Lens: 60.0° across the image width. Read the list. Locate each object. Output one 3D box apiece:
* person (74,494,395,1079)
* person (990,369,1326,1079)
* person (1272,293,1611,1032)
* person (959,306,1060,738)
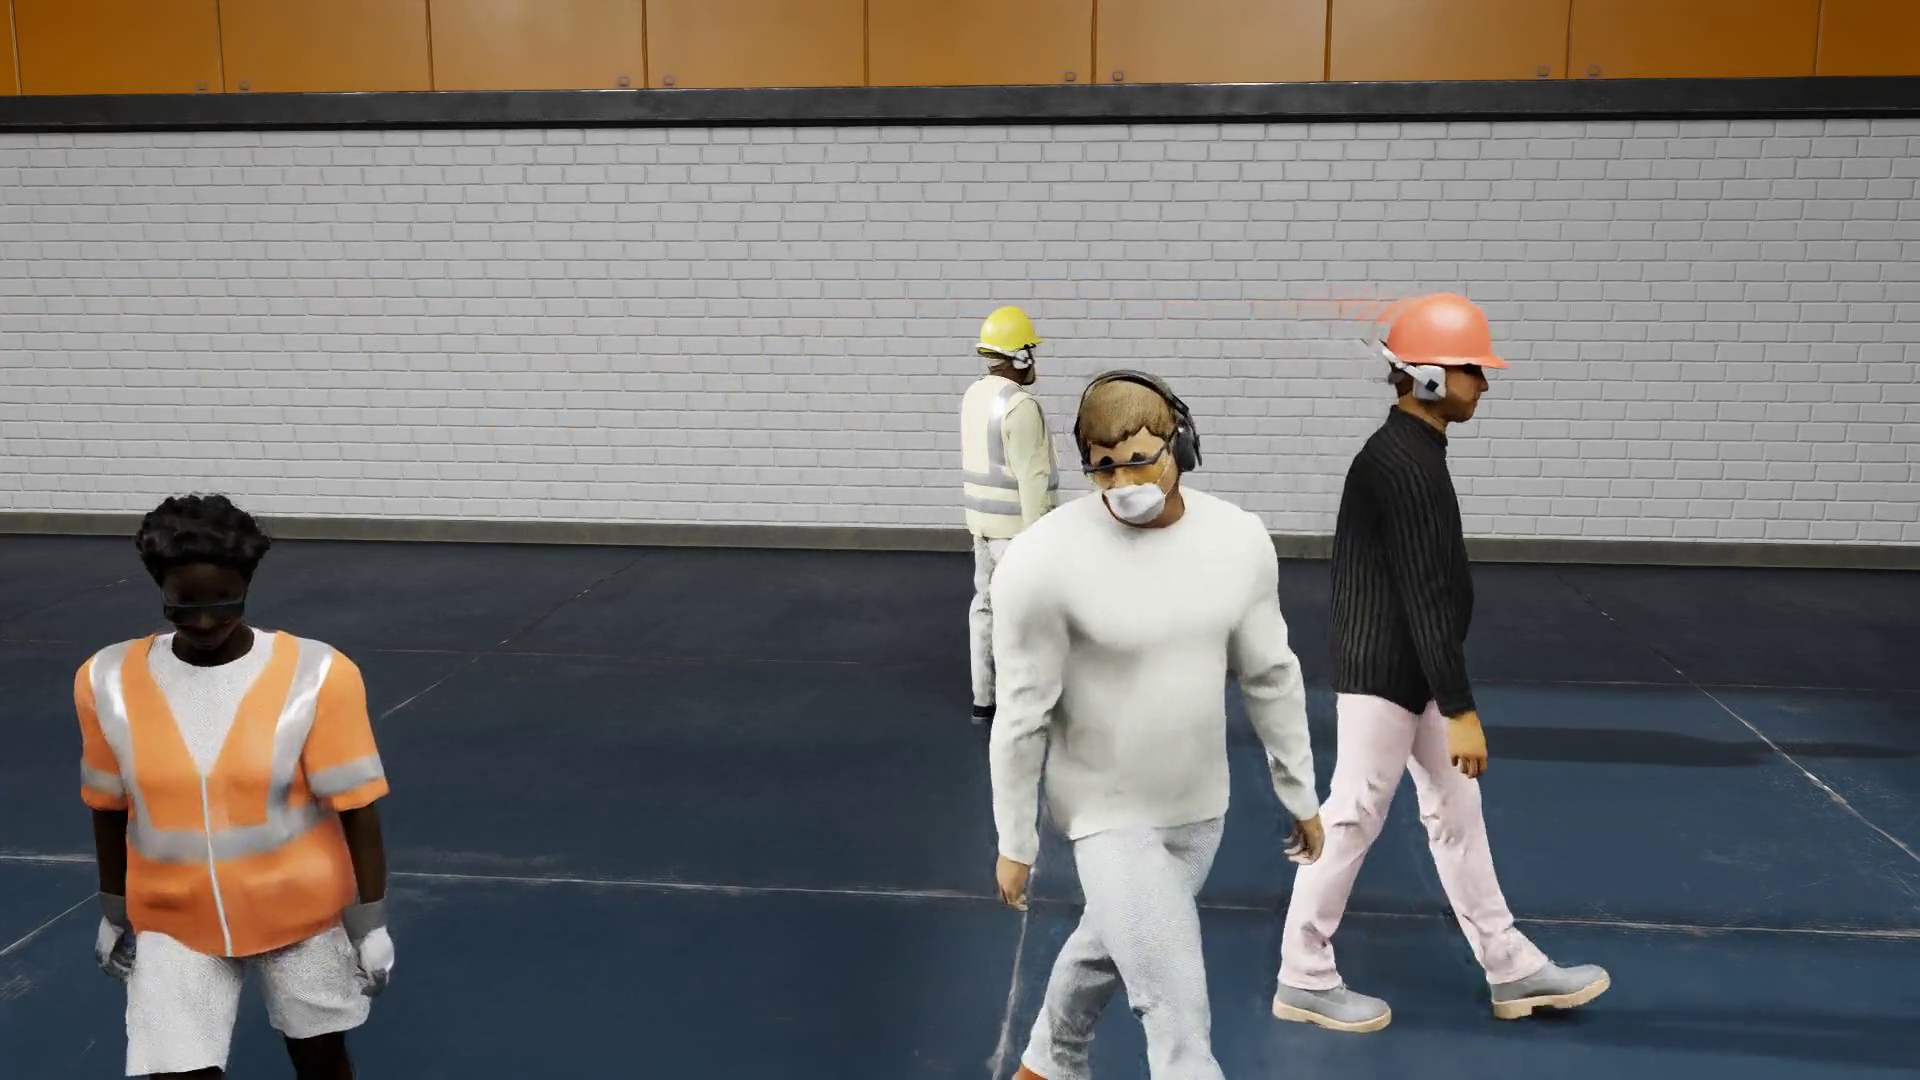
[{"bbox_3d":[-1.341,0.727,3.074,0.558,1.630,0.871,-2,10,-11],"label":"person"},{"bbox_3d":[0.388,0.561,3.461,0.735,1.859,1.065,-6,12,-32],"label":"person"},{"bbox_3d":[1.267,0.363,4.267,0.953,1.952,0.649,3,10,18],"label":"person"},{"bbox_3d":[0.223,-0.072,7.110,0.404,1.837,0.590,-5,11,-26],"label":"person"}]
